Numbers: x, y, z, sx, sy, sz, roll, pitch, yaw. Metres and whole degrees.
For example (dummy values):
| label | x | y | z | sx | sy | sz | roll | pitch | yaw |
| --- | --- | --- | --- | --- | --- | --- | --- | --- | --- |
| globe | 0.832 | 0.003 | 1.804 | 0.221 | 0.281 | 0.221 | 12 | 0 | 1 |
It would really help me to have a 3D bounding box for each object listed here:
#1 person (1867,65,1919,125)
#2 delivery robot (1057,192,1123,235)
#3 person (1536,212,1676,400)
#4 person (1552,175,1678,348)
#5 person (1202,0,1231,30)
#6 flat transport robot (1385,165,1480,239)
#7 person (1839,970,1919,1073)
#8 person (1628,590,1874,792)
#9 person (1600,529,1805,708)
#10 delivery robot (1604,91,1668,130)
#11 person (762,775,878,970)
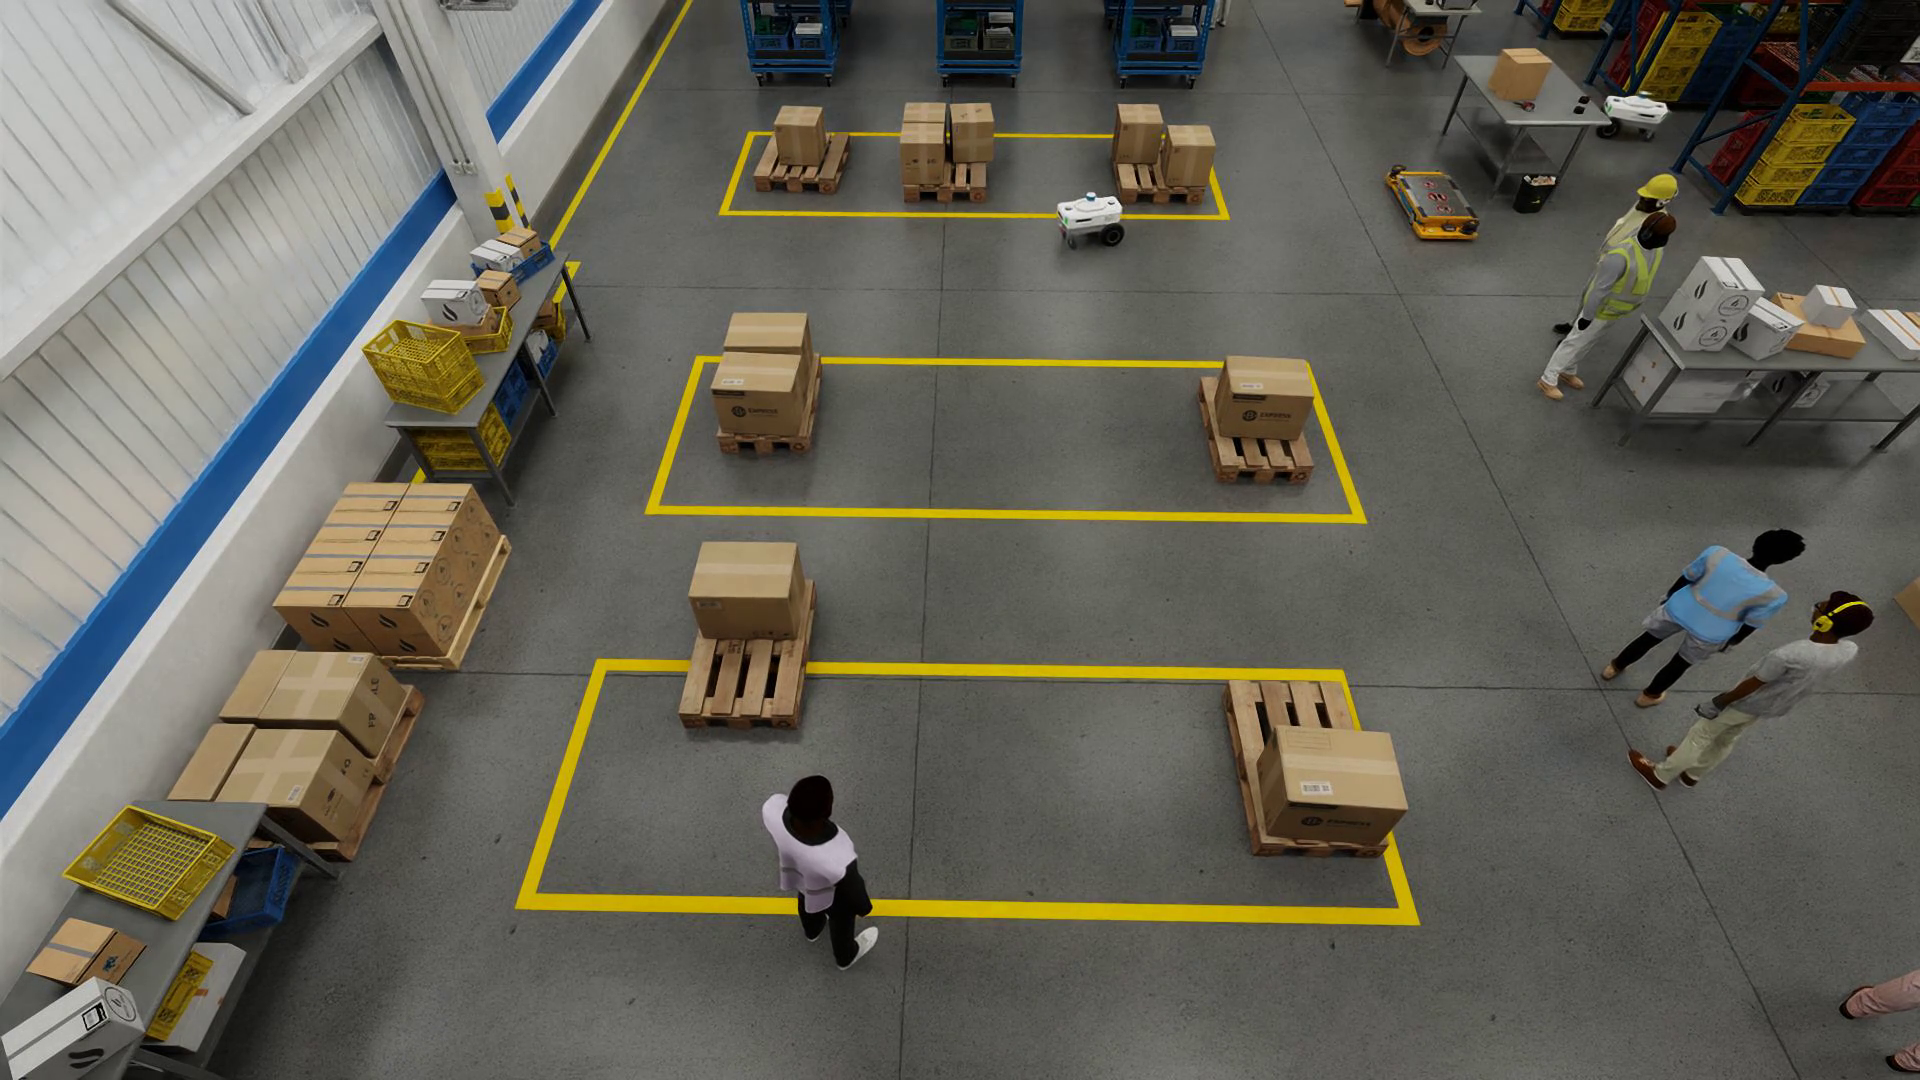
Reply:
| label | x | y | z | sx | sy | sz | roll | pitch | yaw |
| --- | --- | --- | --- | --- | --- | --- | --- | --- | --- |
| person | 11.817 | -5.666 | 11.324 | 0.359 | 1.938 | 0.632 | -9 | 50 | -8 |
| delivery robot | 1.478 | -3.738 | 10.504 | 0.707 | 0.478 | 0.477 | -10 | 50 | -9 |
| person | 5.872 | -2.108 | 8.308 | 0.637 | 1.842 | 0.429 | -24 | 53 | -19 |
| person | 6.284 | -2.629 | 8.776 | 0.403 | 1.820 | 0.603 | 12 | 50 | 10 |
| person | 4.133 | -8.903 | 14.322 | 0.513 | 1.639 | 0.313 | -21 | 52 | -17 |
| flat transport robot | 5.692 | -4.094 | 11.059 | 0.652 | 0.197 | 1.431 | 1 | 49 | 1 |
| person | 5.286 | 2.198 | 4.539 | 0.407 | 1.908 | 0.641 | -13 | 50 | -11 |
| person | 4.850 | 0.981 | 5.628 | 0.518 | 1.859 | 0.329 | -8 | 50 | -7 |
| person | 4.942 | 0.531 | 6.124 | 0.321 | 1.690 | 0.540 | -24 | 53 | -19 |
| delivery robot | 8.991 | -5.722 | 12.222 | 0.707 | 0.478 | 0.477 | 15 | 51 | 13 |
| person | -0.730 | 1.802 | 4.880 | 0.588 | 1.911 | 0.379 | 31 | 56 | 24 |
